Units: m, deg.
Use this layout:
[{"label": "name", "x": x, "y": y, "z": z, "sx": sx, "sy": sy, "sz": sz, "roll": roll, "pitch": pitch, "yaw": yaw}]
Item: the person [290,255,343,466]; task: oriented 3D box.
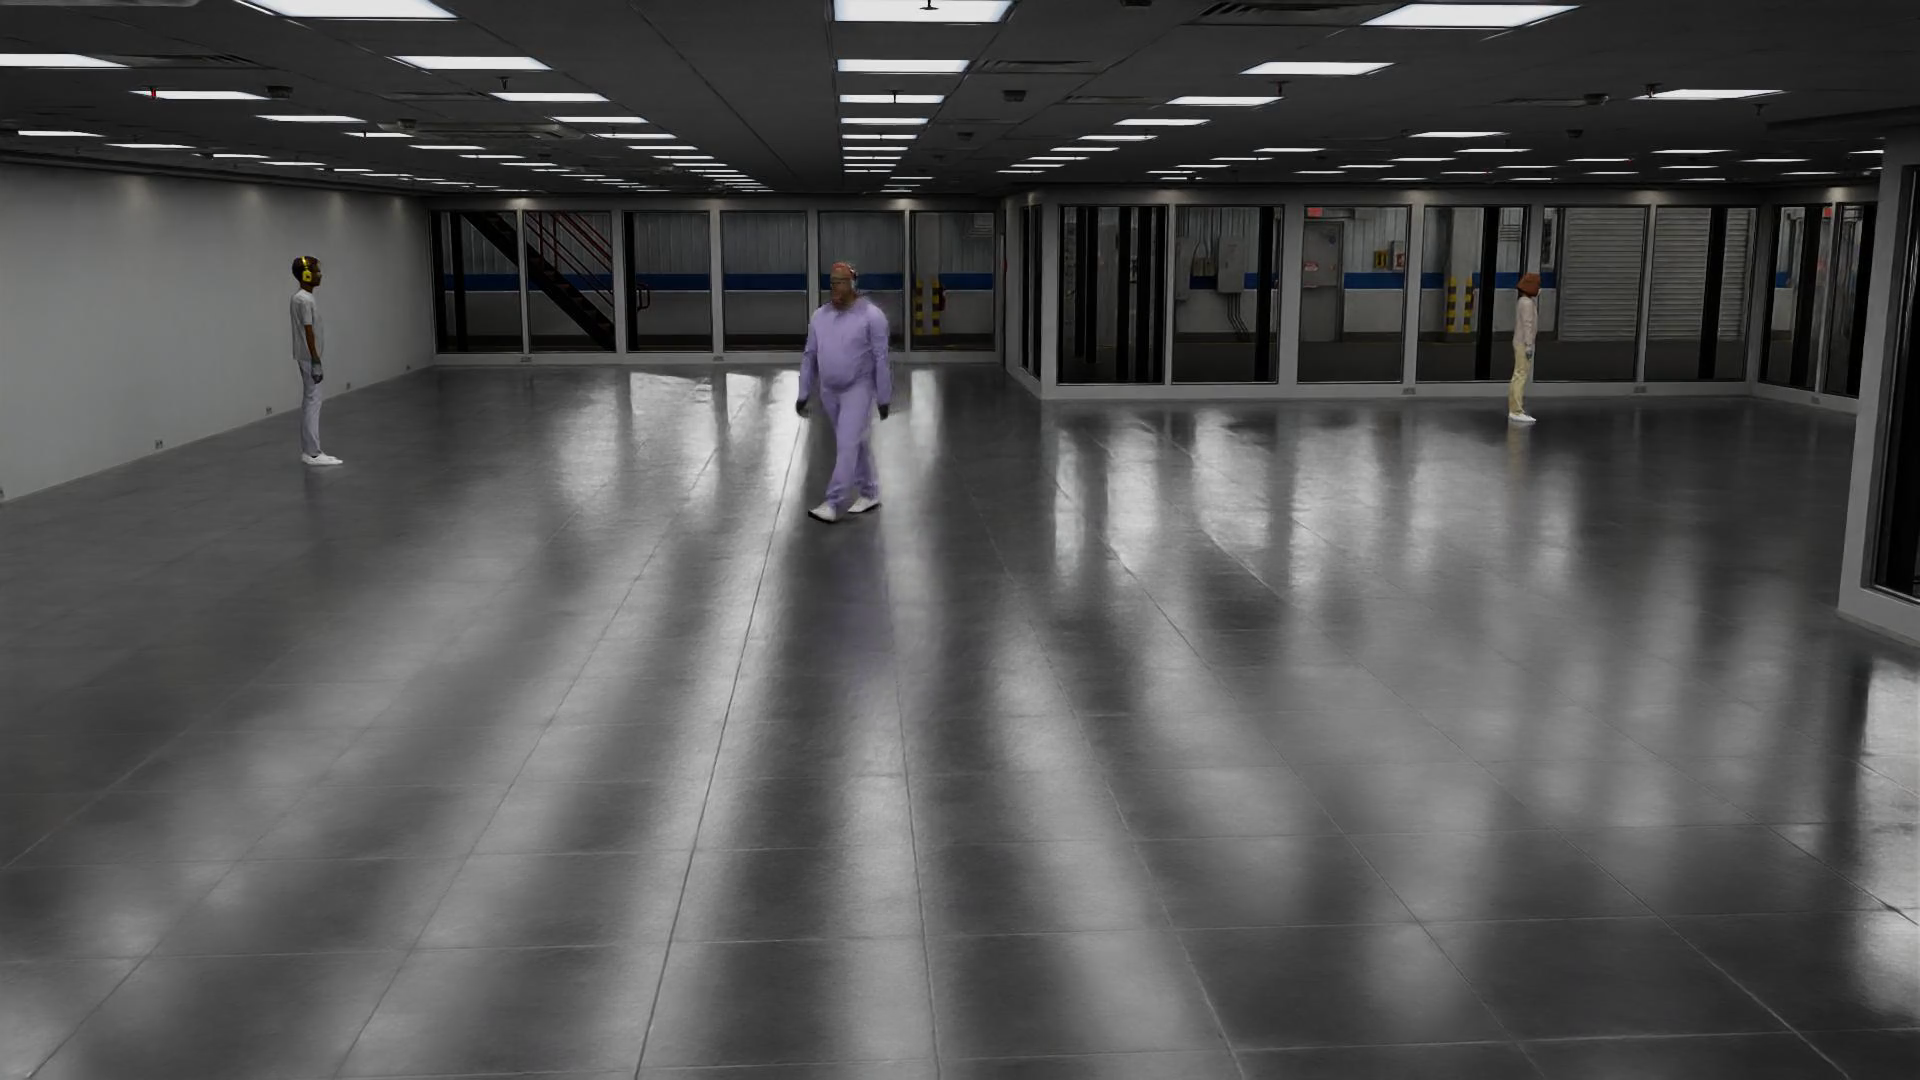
[{"label": "person", "x": -5.805, "y": -1.603, "z": 14.925, "sx": 0.328, "sy": 1.876, "sz": 0.515, "roll": -6, "pitch": 12, "yaw": -29}]

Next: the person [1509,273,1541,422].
[{"label": "person", "x": 6.257, "y": -2.126, "z": 18.409, "sx": 0.267, "sy": 1.634, "sz": 0.504, "roll": 2, "pitch": 11, "yaw": 11}]

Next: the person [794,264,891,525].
[{"label": "person", "x": -0.863, "y": -1.060, "z": 12.056, "sx": 0.657, "sy": 1.847, "sz": 1.021, "roll": 7, "pitch": 12, "yaw": 31}]
